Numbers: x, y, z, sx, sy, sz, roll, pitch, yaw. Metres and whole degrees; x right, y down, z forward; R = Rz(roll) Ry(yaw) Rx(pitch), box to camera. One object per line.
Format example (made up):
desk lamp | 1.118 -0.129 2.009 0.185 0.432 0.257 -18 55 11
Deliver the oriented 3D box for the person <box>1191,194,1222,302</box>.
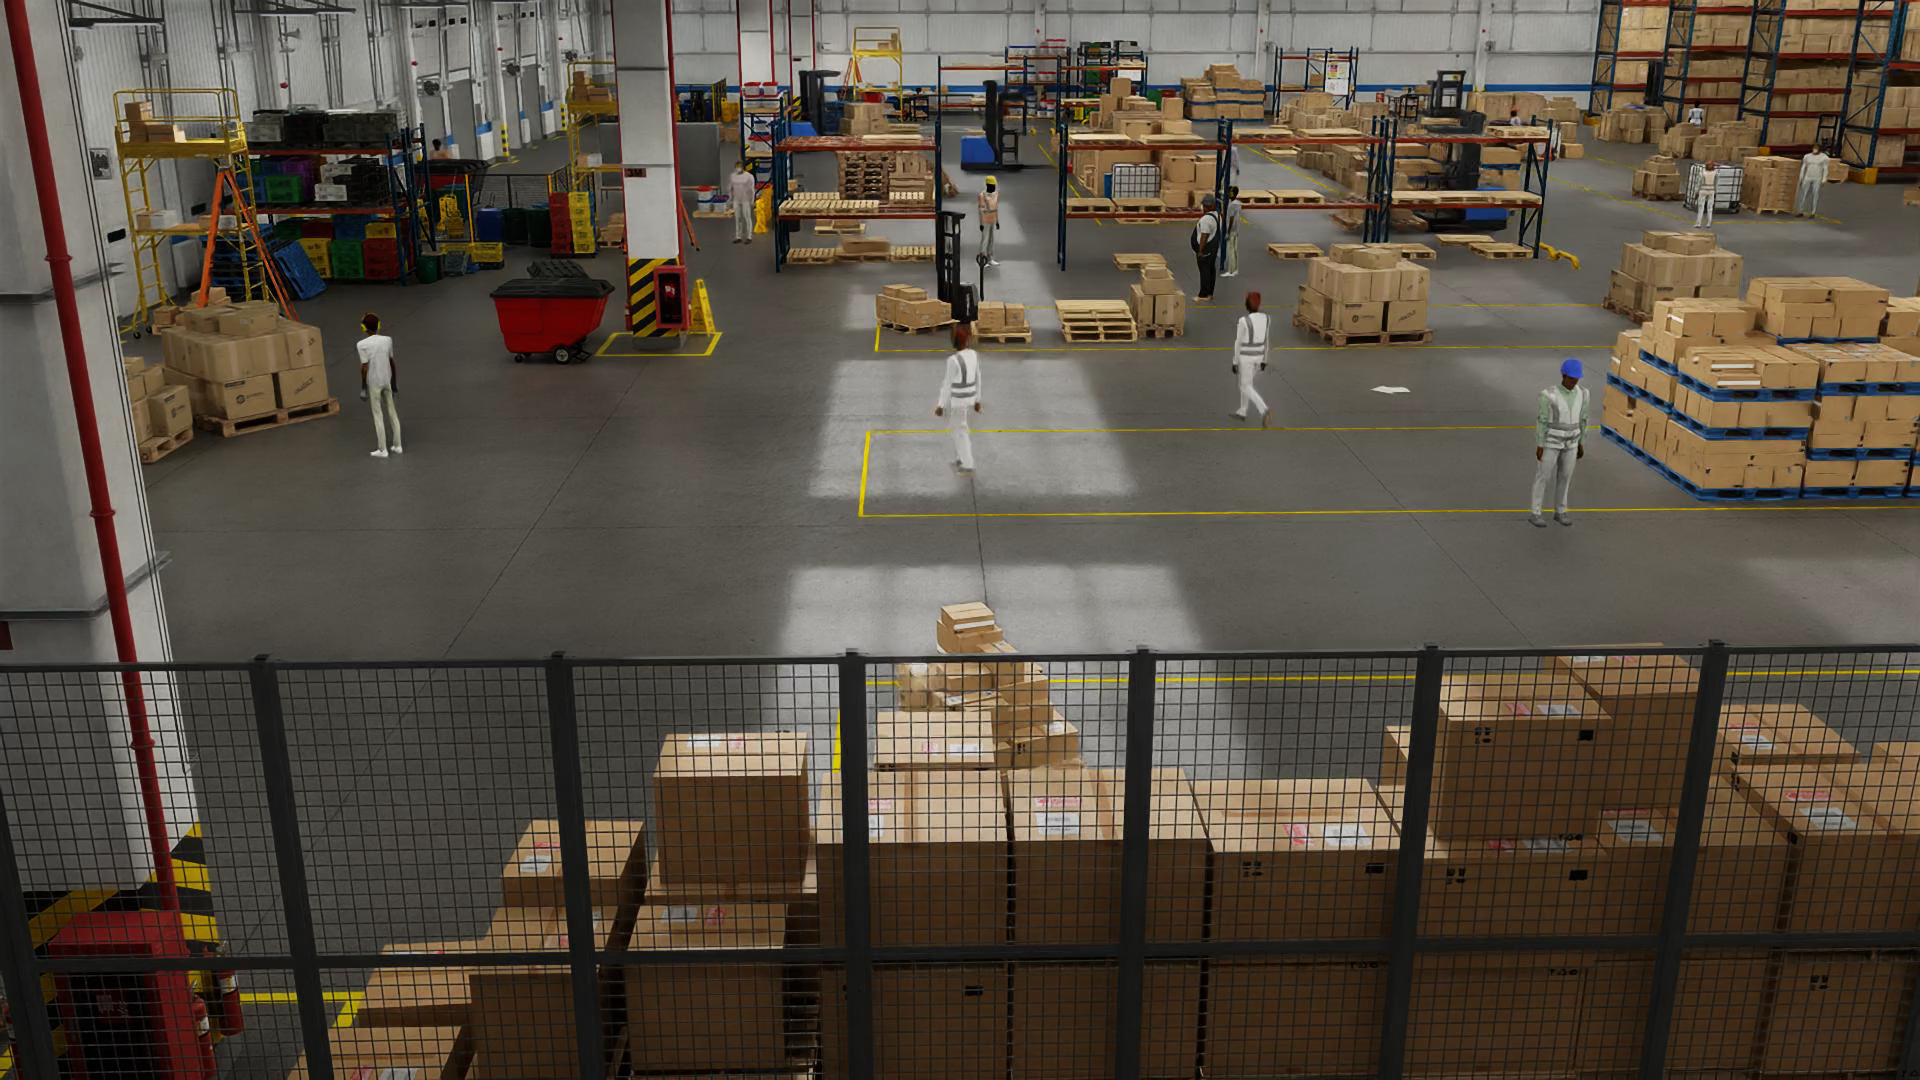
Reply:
person | 4.659 -5.569 31.686 0.538 2.000 0.683 10 21 28

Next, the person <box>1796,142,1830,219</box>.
person | 21.933 -9.250 42.765 0.631 1.936 0.362 16 24 39

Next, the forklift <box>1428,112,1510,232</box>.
forklift | 12.392 -8.989 40.537 1.873 2.768 1.129 -1 19 -2

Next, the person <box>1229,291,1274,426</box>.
person | 4.027 -2.468 22.780 0.583 1.860 0.815 -14 23 -35

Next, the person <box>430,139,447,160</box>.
person | -14.502 -10.339 46.391 0.545 1.680 0.603 7 20 19

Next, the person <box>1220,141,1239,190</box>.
person | 7.356 -10.235 45.895 0.664 1.805 0.759 16 25 40

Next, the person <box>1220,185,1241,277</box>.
person | 5.605 -6.369 34.324 0.312 1.869 0.537 11 21 29

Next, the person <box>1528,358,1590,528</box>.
person | 6.700 -1.084 18.547 0.604 1.938 0.425 -4 19 -11

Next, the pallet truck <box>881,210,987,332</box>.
pallet truck | -0.493 -4.759 29.349 1.885 1.965 0.823 -13 23 -34

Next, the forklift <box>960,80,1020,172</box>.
forklift | 0.960 -13.258 53.202 1.873 2.768 1.129 0 19 -1

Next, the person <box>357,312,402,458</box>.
person | -7.457 -1.983 21.320 0.319 1.865 0.521 15 24 37

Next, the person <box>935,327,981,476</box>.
person | -0.049 -1.710 20.503 0.571 1.864 0.581 9 21 26

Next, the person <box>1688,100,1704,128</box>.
person | 26.848 -15.193 60.765 0.534 1.697 0.322 0 19 1

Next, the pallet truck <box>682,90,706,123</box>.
pallet truck | -9.671 -15.907 62.421 0.823 1.965 1.885 5 19 15

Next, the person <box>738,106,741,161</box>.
person | -7.324 -13.806 56.295 0.369 1.928 0.585 0 19 0

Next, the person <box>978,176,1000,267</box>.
person | 0.640 -6.821 35.577 0.377 1.923 0.595 16 24 39

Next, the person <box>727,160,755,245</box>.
person | -5.082 -7.823 38.570 0.667 1.924 0.457 5 19 14

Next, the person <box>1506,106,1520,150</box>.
person | 18.186 -13.336 54.937 0.682 1.898 0.568 12 22 32

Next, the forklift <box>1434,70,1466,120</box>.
forklift | 17.417 -15.323 59.328 1.129 2.768 1.873 -1 19 -1

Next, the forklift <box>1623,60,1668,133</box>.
forklift | 27.581 -17.673 66.299 1.873 2.768 1.129 0 19 -1

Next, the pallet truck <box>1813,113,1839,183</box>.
pallet truck | 26.403 -11.957 50.702 0.823 1.965 1.885 6 19 16

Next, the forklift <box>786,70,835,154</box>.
forklift | -5.368 -15.171 58.877 1.873 2.768 1.129 -10 21 -28

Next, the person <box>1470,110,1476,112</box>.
person | 17.333 -13.676 56.270 0.548 1.685 0.449 -7 20 -19

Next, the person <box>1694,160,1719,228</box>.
person | 18.470 -8.551 41.149 0.512 1.642 0.312 1 19 4
